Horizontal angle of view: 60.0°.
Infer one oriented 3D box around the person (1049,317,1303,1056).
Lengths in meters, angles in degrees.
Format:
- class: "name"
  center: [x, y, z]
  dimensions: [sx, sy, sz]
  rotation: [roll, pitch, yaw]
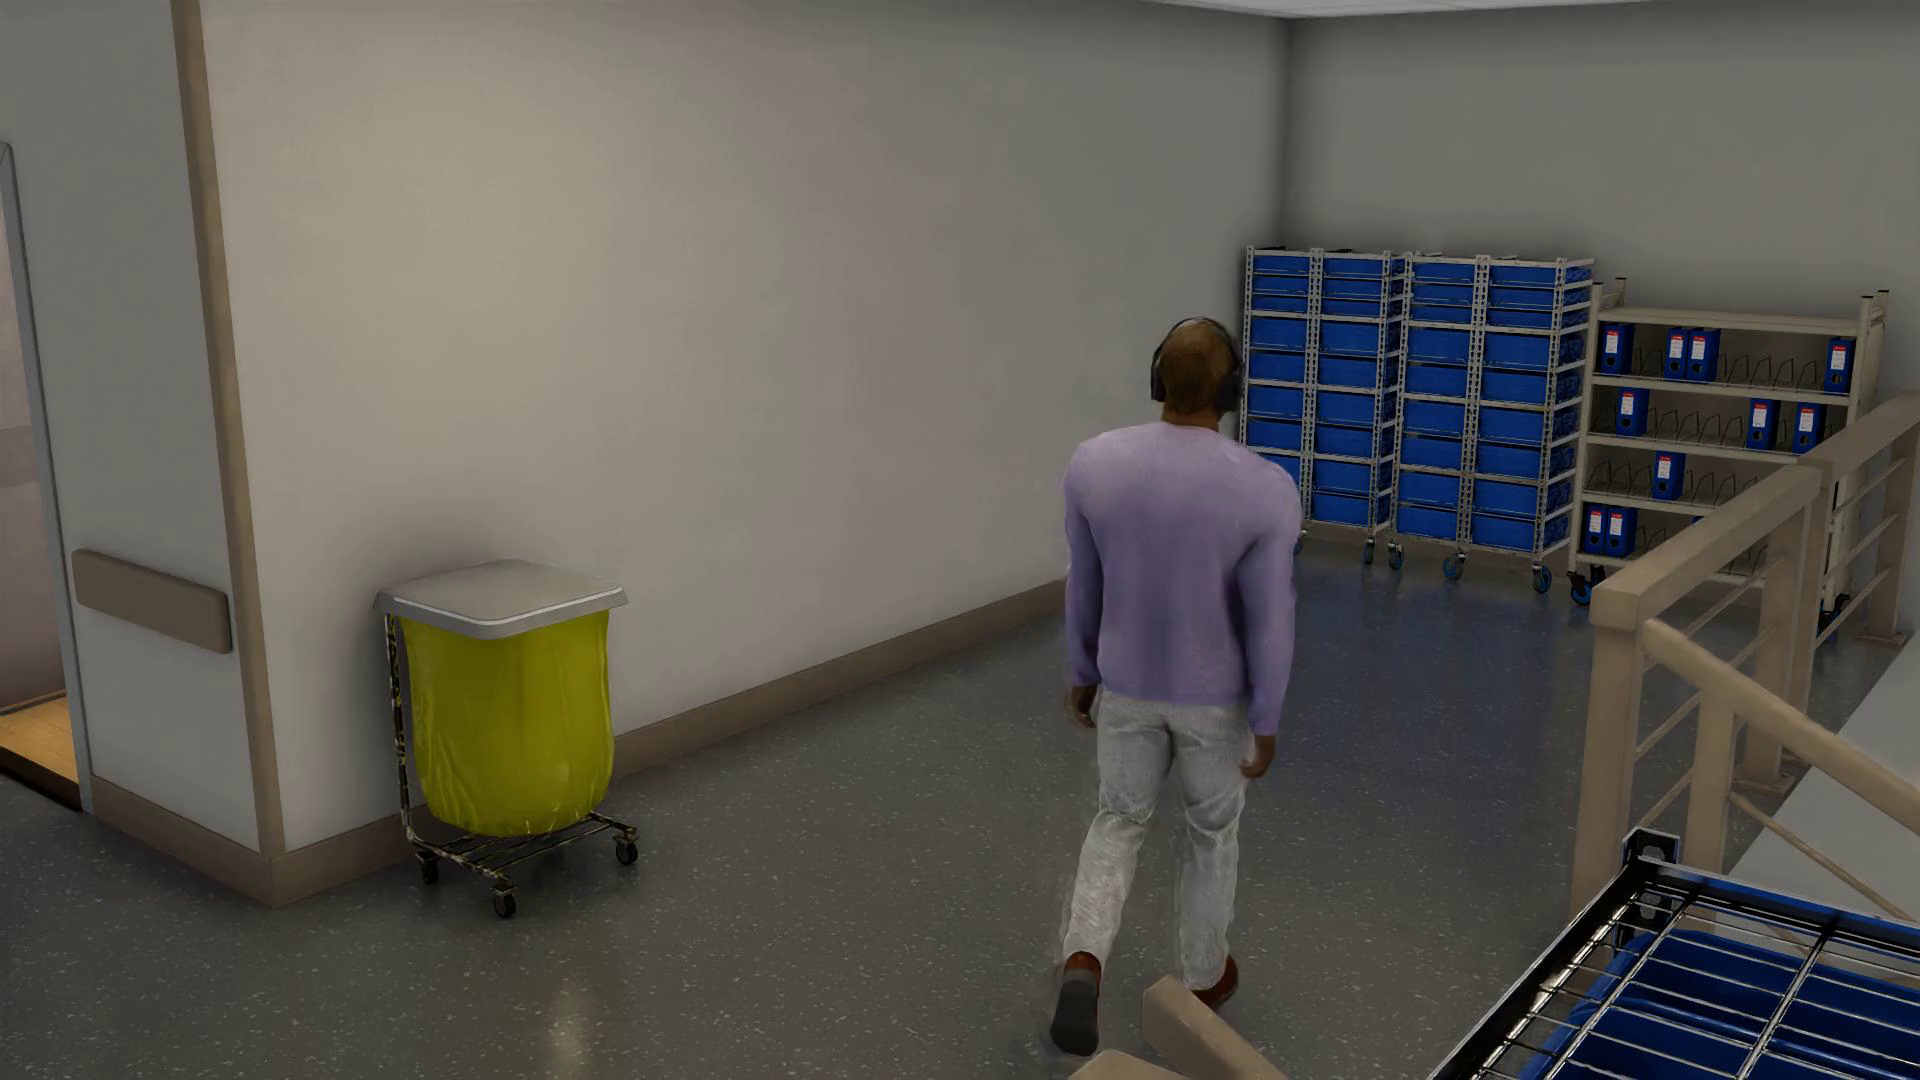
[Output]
- class: "person"
  center: [0.519, 0.399, 4.225]
  dimensions: [0.642, 1.918, 0.769]
  rotation: [6, 15, 25]
